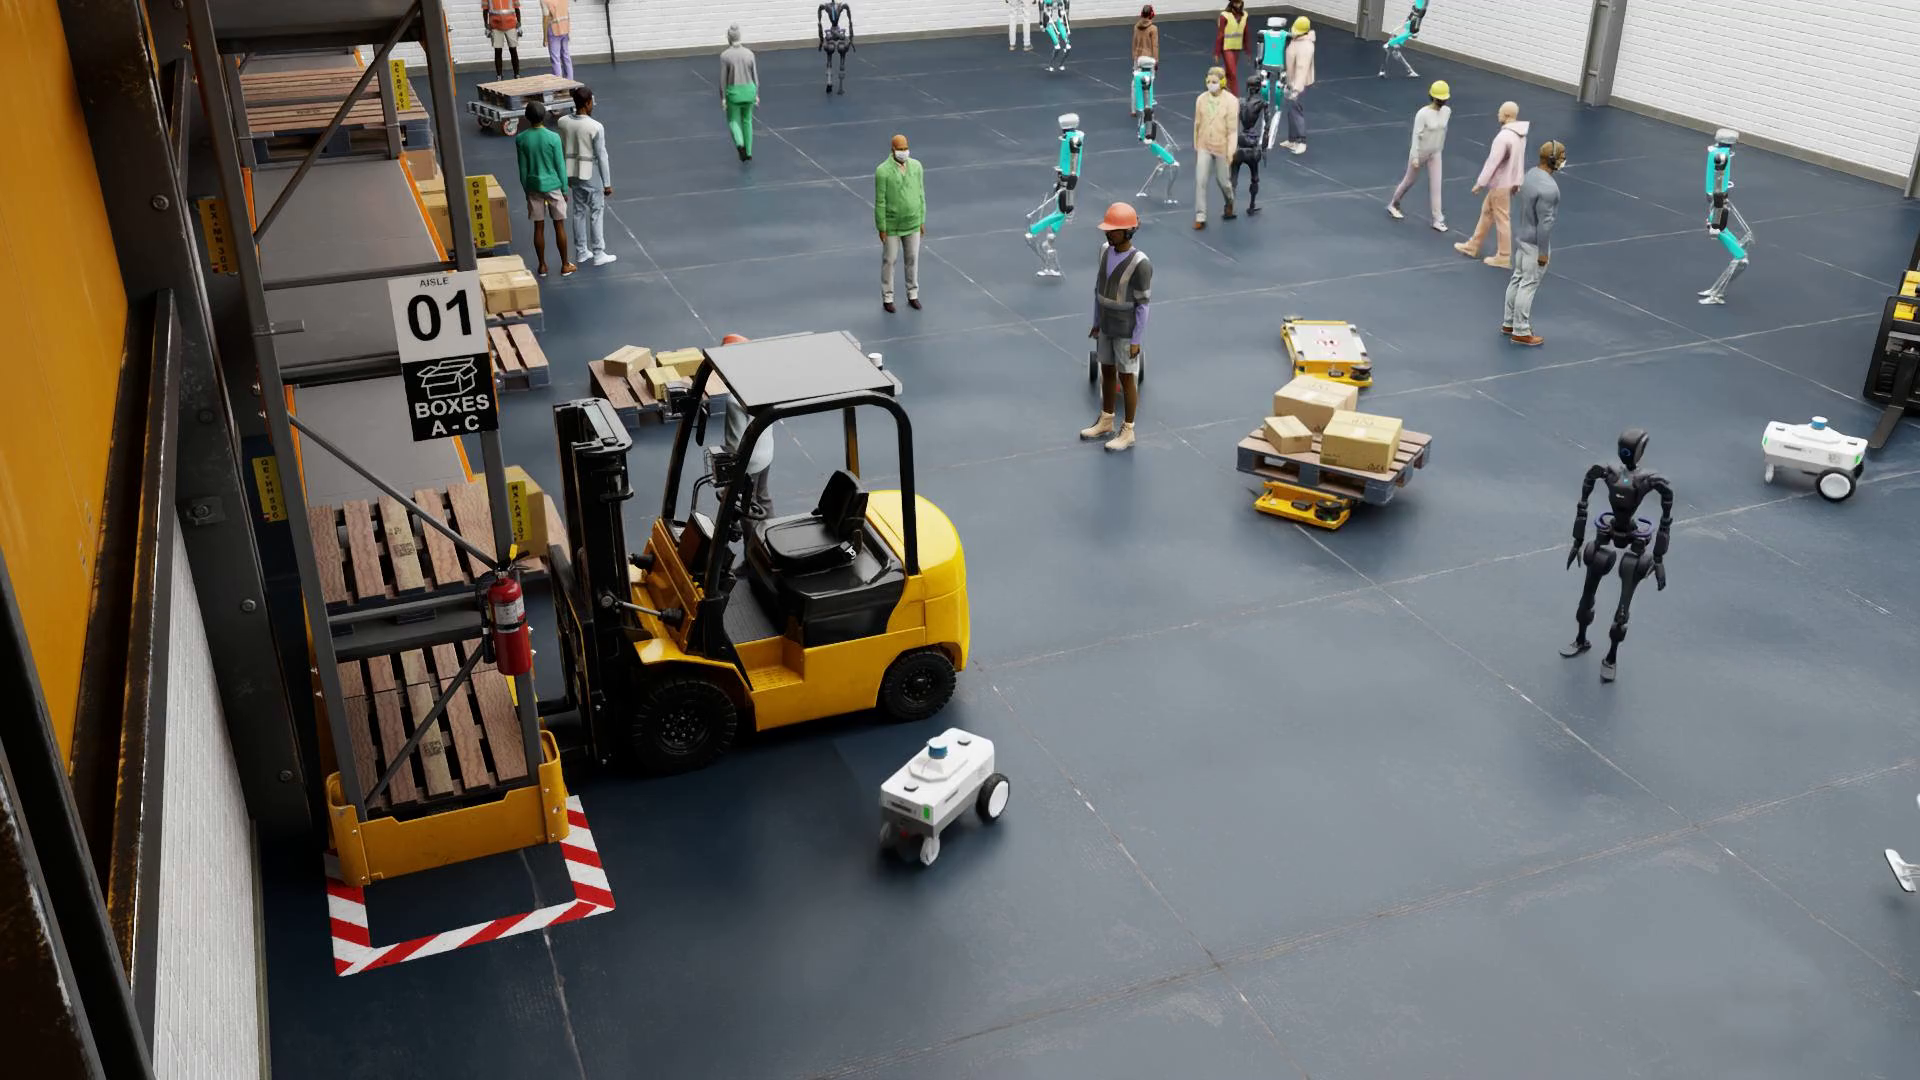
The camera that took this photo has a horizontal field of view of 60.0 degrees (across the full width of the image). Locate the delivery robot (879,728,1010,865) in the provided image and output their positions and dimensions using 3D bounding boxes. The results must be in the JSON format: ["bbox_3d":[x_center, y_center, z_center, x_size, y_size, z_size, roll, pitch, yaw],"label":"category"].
[{"bbox_3d":[-0.106,1.344,9.016,0.499,0.614,0.818,16,31,29],"label":"delivery robot"}]

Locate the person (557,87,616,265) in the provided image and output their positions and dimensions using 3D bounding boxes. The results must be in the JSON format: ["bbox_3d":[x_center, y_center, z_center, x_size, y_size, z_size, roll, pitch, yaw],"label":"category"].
[{"bbox_3d":[-4.033,-3.917,17.959,0.595,1.908,0.409,12,29,23],"label":"person"}]

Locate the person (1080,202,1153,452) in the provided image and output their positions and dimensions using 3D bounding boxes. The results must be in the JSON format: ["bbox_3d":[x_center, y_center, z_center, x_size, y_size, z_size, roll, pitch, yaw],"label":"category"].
[{"bbox_3d":[1.262,-1.716,13.429,0.374,2.044,0.604,-17,31,-29],"label":"person"}]

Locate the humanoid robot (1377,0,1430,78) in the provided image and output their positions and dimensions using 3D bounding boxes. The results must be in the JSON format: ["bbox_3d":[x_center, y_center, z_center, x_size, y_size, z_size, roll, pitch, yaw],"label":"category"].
[{"bbox_3d":[7.143,-8.354,27.014,0.948,1.758,0.565,1,27,1],"label":"humanoid robot"}]

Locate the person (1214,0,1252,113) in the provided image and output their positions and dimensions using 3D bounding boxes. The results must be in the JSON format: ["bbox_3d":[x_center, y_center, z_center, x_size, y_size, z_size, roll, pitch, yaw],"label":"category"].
[{"bbox_3d":[4.119,-7.292,24.856,0.558,1.726,0.804,-16,31,-29],"label":"person"}]

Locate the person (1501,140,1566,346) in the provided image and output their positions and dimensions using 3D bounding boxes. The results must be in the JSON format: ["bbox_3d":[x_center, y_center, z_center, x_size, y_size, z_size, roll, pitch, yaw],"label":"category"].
[{"bbox_3d":[5.434,-2.812,15.724,0.356,1.936,0.635,0,27,0],"label":"person"}]

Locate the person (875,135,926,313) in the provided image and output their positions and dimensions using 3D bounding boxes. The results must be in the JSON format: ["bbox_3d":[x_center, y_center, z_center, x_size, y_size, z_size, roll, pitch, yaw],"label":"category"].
[{"bbox_3d":[-0.592,-3.159,16.599,0.536,1.776,0.389,-13,29,-24],"label":"person"}]

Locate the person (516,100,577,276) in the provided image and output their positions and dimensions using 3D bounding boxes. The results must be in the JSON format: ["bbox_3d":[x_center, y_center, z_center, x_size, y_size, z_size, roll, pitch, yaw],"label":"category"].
[{"bbox_3d":[-4.391,-3.703,17.591,0.494,1.854,0.397,-1,27,-2],"label":"person"}]

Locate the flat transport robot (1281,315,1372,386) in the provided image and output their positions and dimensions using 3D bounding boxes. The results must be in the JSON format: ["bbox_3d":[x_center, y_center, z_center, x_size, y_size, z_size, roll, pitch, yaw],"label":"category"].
[{"bbox_3d":[3.403,-1.761,15.491,0.659,0.231,1.431,2,27,3],"label":"flat transport robot"}]

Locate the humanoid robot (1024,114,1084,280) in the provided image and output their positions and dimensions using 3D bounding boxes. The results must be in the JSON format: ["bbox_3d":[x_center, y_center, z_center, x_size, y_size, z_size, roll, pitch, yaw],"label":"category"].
[{"bbox_3d":[0.921,-3.507,17.388,0.758,1.843,0.552,-3,27,-5],"label":"humanoid robot"}]

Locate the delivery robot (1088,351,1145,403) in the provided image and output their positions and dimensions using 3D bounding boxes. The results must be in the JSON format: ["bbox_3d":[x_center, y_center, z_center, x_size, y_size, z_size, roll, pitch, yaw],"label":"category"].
[{"bbox_3d":[1.404,-1.567,14.808,0.499,0.614,0.817,1,27,2],"label":"delivery robot"}]

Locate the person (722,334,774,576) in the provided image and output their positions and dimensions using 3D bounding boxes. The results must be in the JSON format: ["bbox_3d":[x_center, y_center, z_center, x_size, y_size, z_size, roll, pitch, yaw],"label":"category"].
[{"bbox_3d":[-1.481,-0.587,11.519,0.351,1.739,0.572,8,28,15],"label":"person"}]

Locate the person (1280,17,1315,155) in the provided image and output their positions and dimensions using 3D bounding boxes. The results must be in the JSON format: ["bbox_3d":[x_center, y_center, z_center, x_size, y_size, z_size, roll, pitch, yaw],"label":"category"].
[{"bbox_3d":[4.599,-6.183,22.567,0.410,1.820,0.855,2,27,3],"label":"person"}]

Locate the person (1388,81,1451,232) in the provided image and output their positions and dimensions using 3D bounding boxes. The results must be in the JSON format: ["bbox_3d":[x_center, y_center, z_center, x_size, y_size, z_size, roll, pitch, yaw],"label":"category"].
[{"bbox_3d":[5.407,-4.497,19.323,0.540,1.705,0.954,-12,29,-22],"label":"person"}]

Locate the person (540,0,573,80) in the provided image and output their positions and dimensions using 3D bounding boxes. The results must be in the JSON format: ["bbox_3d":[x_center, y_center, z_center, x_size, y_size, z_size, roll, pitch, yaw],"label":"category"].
[{"bbox_3d":[-6.254,-7.860,25.880,0.394,1.840,0.563,14,30,26],"label":"person"}]

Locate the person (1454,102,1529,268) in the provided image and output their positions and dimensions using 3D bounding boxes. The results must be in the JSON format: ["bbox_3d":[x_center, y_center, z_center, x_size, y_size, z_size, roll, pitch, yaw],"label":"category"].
[{"bbox_3d":[5.738,-3.853,17.987,0.765,1.758,0.529,18,32,32],"label":"person"}]

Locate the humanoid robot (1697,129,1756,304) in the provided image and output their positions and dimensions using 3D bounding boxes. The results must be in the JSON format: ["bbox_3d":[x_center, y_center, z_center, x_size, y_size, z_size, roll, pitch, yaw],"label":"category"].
[{"bbox_3d":[7.781,-3.248,16.755,0.714,1.737,0.533,8,28,16],"label":"humanoid robot"}]

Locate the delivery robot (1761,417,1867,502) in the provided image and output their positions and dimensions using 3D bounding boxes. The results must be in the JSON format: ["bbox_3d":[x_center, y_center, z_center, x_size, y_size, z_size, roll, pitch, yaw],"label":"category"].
[{"bbox_3d":[6.675,-0.662,12.985,0.766,0.595,0.505,16,31,29],"label":"delivery robot"}]

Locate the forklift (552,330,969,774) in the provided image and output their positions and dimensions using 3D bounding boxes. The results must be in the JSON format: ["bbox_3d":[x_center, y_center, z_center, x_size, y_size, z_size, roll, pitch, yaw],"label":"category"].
[{"bbox_3d":[-1.094,0.010,9.831,2.313,2.155,1.214,-10,28,-20],"label":"forklift"}]

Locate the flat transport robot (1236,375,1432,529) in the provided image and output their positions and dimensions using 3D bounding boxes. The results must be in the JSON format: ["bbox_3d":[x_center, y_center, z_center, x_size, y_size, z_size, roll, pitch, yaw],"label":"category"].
[{"bbox_3d":[2.892,-0.482,12.946,0.659,0.231,1.431,16,31,29],"label":"flat transport robot"}]

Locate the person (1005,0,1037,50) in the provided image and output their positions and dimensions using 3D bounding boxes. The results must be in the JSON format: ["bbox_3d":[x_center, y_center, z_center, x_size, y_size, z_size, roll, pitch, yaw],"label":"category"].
[{"bbox_3d":[1.066,-9.590,29.265,0.582,1.882,0.348,6,27,11],"label":"person"}]

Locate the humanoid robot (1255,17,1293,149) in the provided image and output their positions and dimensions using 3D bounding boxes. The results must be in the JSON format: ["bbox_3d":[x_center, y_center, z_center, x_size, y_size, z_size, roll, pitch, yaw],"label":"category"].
[{"bbox_3d":[4.350,-6.302,22.907,0.532,1.801,0.712,11,29,21],"label":"humanoid robot"}]

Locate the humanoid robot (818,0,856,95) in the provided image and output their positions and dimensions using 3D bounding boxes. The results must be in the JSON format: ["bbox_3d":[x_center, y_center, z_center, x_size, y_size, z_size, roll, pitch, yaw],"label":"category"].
[{"bbox_3d":[-1.928,-7.807,25.942,0.589,1.645,0.355,1,27,2],"label":"humanoid robot"}]

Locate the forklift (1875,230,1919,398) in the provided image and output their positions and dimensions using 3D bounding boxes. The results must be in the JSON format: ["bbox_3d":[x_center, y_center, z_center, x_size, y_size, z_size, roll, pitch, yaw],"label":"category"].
[{"bbox_3d":[9.029,-2.397,14.618,1.214,2.155,2.313,18,32,32],"label":"forklift"}]

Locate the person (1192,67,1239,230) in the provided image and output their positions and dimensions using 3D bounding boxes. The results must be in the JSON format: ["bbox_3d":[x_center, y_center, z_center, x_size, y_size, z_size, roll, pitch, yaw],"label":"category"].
[{"bbox_3d":[2.979,-4.575,19.328,0.557,1.851,0.743,13,29,23],"label":"person"}]

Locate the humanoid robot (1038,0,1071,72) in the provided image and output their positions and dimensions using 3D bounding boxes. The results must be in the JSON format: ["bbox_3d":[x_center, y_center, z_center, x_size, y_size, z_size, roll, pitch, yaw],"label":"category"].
[{"bbox_3d":[1.590,-8.458,27.027,0.533,1.677,0.735,-8,28,-15],"label":"humanoid robot"}]

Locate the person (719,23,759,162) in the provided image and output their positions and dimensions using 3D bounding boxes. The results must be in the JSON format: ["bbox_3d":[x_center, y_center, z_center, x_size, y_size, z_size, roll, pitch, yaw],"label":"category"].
[{"bbox_3d":[-2.899,-5.897,21.986,0.550,1.823,0.600,-12,29,-22],"label":"person"}]

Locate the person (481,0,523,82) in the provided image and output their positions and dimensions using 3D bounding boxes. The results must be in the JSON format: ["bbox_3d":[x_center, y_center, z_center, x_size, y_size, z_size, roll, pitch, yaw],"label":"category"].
[{"bbox_3d":[-7.218,-8.125,26.261,0.611,1.965,0.363,-8,28,-15],"label":"person"}]

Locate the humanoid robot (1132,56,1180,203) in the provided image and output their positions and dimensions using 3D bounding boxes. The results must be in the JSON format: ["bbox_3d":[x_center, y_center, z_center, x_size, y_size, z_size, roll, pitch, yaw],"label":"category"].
[{"bbox_3d":[2.477,-4.996,20.338,0.796,1.803,0.531,-3,27,-5],"label":"humanoid robot"}]

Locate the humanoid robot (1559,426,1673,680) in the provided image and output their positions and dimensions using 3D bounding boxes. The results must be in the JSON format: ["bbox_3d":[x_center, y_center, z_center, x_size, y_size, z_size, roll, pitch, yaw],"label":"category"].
[{"bbox_3d":[4.090,0.063,10.299,0.608,1.643,0.391,17,31,30],"label":"humanoid robot"}]

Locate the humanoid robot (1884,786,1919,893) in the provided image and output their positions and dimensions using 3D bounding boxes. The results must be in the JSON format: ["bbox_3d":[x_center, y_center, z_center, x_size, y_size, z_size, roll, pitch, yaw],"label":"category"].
[{"bbox_3d":[4.932,1.230,7.910,0.560,1.733,1.033,-5,27,-11],"label":"humanoid robot"}]

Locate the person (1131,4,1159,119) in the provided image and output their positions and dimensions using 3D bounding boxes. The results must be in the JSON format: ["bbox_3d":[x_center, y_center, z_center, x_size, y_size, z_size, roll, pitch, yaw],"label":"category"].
[{"bbox_3d":[2.701,-7.007,24.392,0.462,1.648,0.327,23,35,38],"label":"person"}]

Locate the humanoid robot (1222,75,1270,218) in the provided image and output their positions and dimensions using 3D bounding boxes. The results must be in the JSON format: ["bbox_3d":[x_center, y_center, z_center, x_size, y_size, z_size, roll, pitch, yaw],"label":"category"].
[{"bbox_3d":[3.377,-4.647,19.685,0.586,1.641,0.642,19,33,33],"label":"humanoid robot"}]
